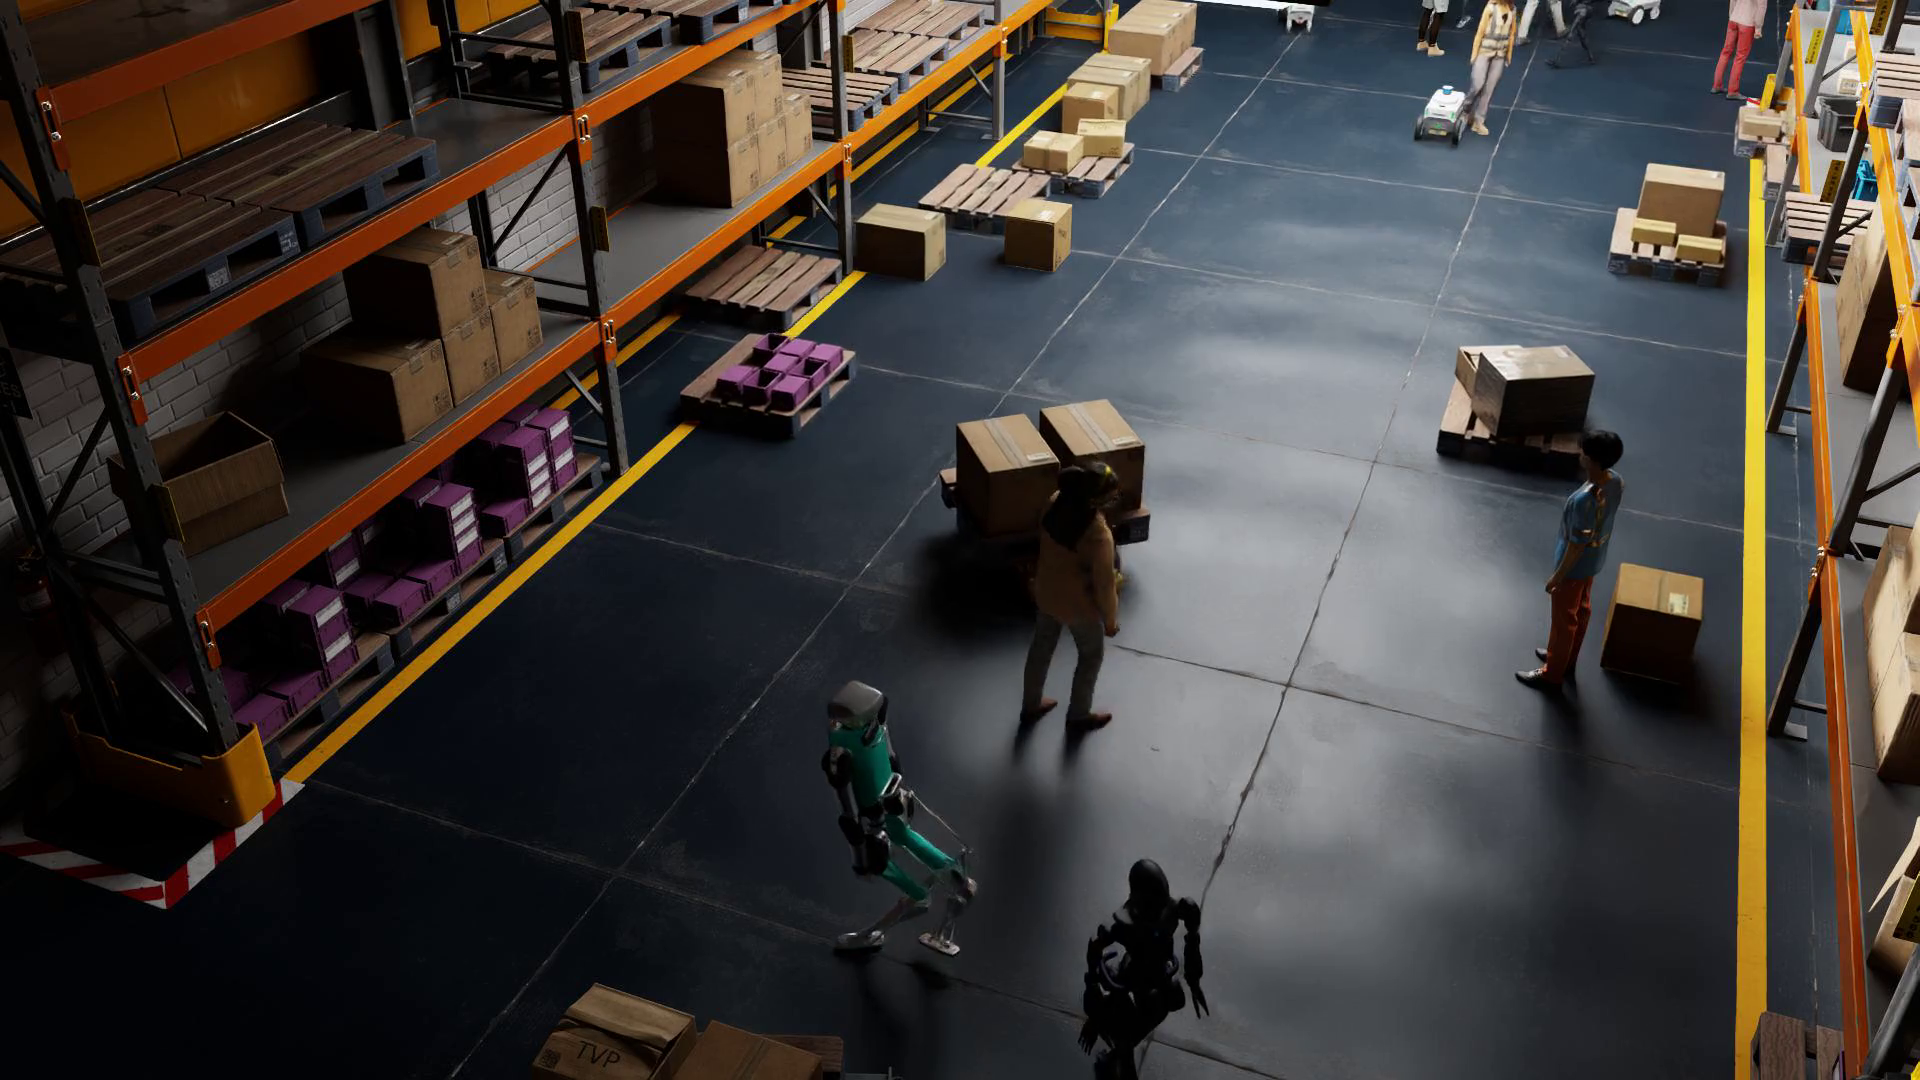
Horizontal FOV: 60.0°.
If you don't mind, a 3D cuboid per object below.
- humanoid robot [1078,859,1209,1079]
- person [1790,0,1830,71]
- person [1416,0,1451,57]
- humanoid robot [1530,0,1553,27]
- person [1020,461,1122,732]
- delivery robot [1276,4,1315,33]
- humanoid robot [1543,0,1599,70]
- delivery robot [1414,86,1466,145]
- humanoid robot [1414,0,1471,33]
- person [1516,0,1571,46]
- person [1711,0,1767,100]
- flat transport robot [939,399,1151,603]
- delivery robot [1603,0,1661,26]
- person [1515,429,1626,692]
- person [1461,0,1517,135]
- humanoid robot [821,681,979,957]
[{"bbox_3d":[0.812,1.994,7.250,0.611,1.624,0.778,-13,35,-19],"label":"humanoid robot"},{"bbox_3d":[10.740,-6.719,20.536,0.539,1.856,0.392,-19,38,-27],"label":"person"},{"bbox_3d":[6.101,-7.030,21.160,0.321,1.691,0.532,-10,34,-16],"label":"person"},{"bbox_3d":[7.939,-7.718,22.242,0.585,1.645,0.351,13,35,19],"label":"humanoid robot"},{"bbox_3d":[0.634,0.345,9.606,0.390,1.849,0.613,-25,41,-34],"label":"person"},{"bbox_3d":[4.568,-7.196,22.454,0.499,0.583,0.767,2,33,3],"label":"delivery robot"},{"bbox_3d":[7.755,-6.718,20.738,0.759,1.617,0.608,2,33,3],"label":"humanoid robot"},{"bbox_3d":[5.464,-4.797,18.768,0.525,0.612,0.784,13,35,19],"label":"delivery robot"},{"bbox_3d":[6.584,-7.653,22.110,0.990,1.773,0.534,-19,38,-27],"label":"humanoid robot"},{"bbox_3d":[7.670,-7.369,21.540,0.992,1.842,0.544,-25,40,-33],"label":"person"},{"bbox_3d":[9.286,-6.110,19.668,0.311,1.768,0.524,-11,35,-17],"label":"person"},{"bbox_3d":[0.578,-0.063,11.689,0.659,0.231,1.431,-10,34,-15],"label":"flat transport robot"},{"bbox_3d":[9.239,-7.370,22.728,0.785,0.589,0.499,-20,38,-27],"label":"delivery robot"},{"bbox_3d":[3.709,0.122,10.023,0.325,1.767,0.485,25,41,33],"label":"person"},{"bbox_3d":[5.932,-5.436,18.638,0.522,1.748,0.432,-12,35,-17],"label":"person"},{"bbox_3d":[-0.232,1.465,7.965,0.881,1.760,0.592,13,35,19],"label":"humanoid robot"}]
